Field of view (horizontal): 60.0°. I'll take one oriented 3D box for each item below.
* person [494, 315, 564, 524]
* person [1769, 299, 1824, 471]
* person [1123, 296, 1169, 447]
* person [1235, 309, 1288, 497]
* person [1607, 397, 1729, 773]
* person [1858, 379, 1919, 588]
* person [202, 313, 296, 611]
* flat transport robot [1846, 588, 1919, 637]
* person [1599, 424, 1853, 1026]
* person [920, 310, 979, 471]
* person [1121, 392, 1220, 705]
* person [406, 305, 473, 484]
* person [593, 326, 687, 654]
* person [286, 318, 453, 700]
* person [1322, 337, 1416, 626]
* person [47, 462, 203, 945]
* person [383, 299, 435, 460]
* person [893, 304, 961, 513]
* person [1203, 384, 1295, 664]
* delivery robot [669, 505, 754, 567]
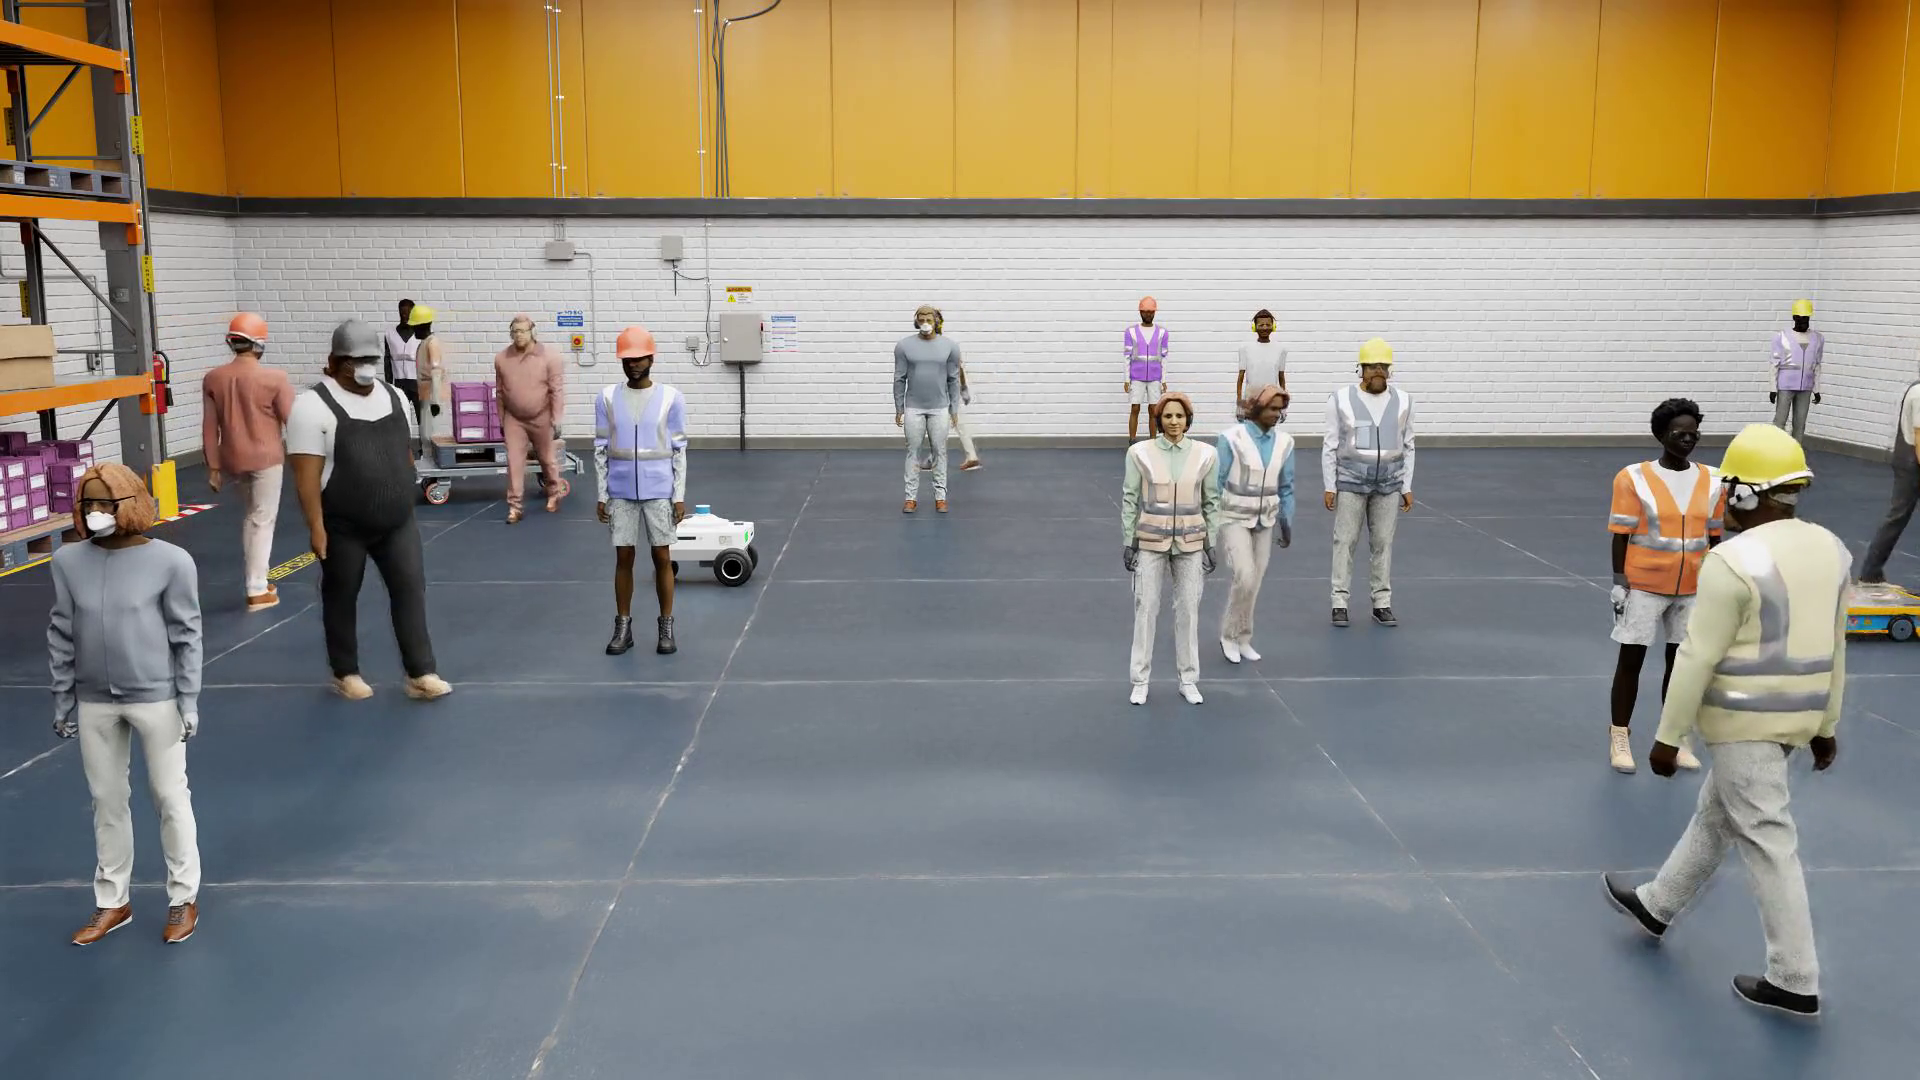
[{"bbox_3d":[-3.888,-1.121,15.138,0.649,1.872,0.927,0,9,0],"label":"person"},{"bbox_3d":[9.355,-1.722,18.617,0.587,1.927,0.367,0,9,-2],"label":"person"},{"bbox_3d":[2.241,-1.963,20.051,0.545,1.942,0.350,0,9,-2],"label":"person"},{"bbox_3d":[2.984,-1.342,16.461,0.513,1.872,0.328,0,9,-2],"label":"person"},{"bbox_3d":[3.175,0.207,7.490,0.535,1.700,0.318,0,9,-2],"label":"person"},{"bbox_3d":[6.654,-0.461,11.295,0.950,1.792,0.525,7,12,37],"label":"person"},{"bbox_3d":[-4.681,-0.533,11.193,0.623,1.971,0.686,2,9,12],"label":"person"},{"bbox_3d":[5.395,0.445,10.393,1.431,0.197,0.652,0,9,-1],"label":"flat transport robot"},{"bbox_3d":[2.388,0.531,5.216,0.621,1.785,0.898,-6,11,-31],"label":"person"},{"bbox_3d":[-0.184,-1.667,18.653,0.904,1.799,0.528,-3,10,-18],"label":"person"},{"bbox_3d":[1.094,0.044,8.669,0.514,1.641,0.308,0,9,-2],"label":"person"},{"bbox_3d":[-5.470,-1.513,17.424,0.638,1.902,0.606,-4,10,-24],"label":"person"},{"bbox_3d":[-1.880,-0.283,9.780,0.550,1.935,0.376,0,9,-2],"label":"person"},{"bbox_3d":[-3.031,-0.143,8.588,0.869,2.000,0.711,8,12,41],"label":"person"},{"bbox_3d":[2.595,-0.362,10.554,0.590,1.837,0.404,0,9,-2],"label":"person"},{"bbox_3d":[-2.795,0.550,5.589,0.500,1.633,0.282,0,9,-2],"label":"person"},{"bbox_3d":[-6.397,-1.841,19.364,0.592,1.922,0.392,0,9,-2],"label":"person"},{"bbox_3d":[-0.307,-1.214,15.468,0.631,1.940,0.372,0,9,-2],"label":"person"},{"bbox_3d":[1.656,-0.086,9.528,0.535,1.612,0.437,-4,10,-25],"label":"person"},{"bbox_3d":[-1.859,-0.011,12.037,0.707,0.478,0.477,0,9,-1],"label":"delivery robot"}]
